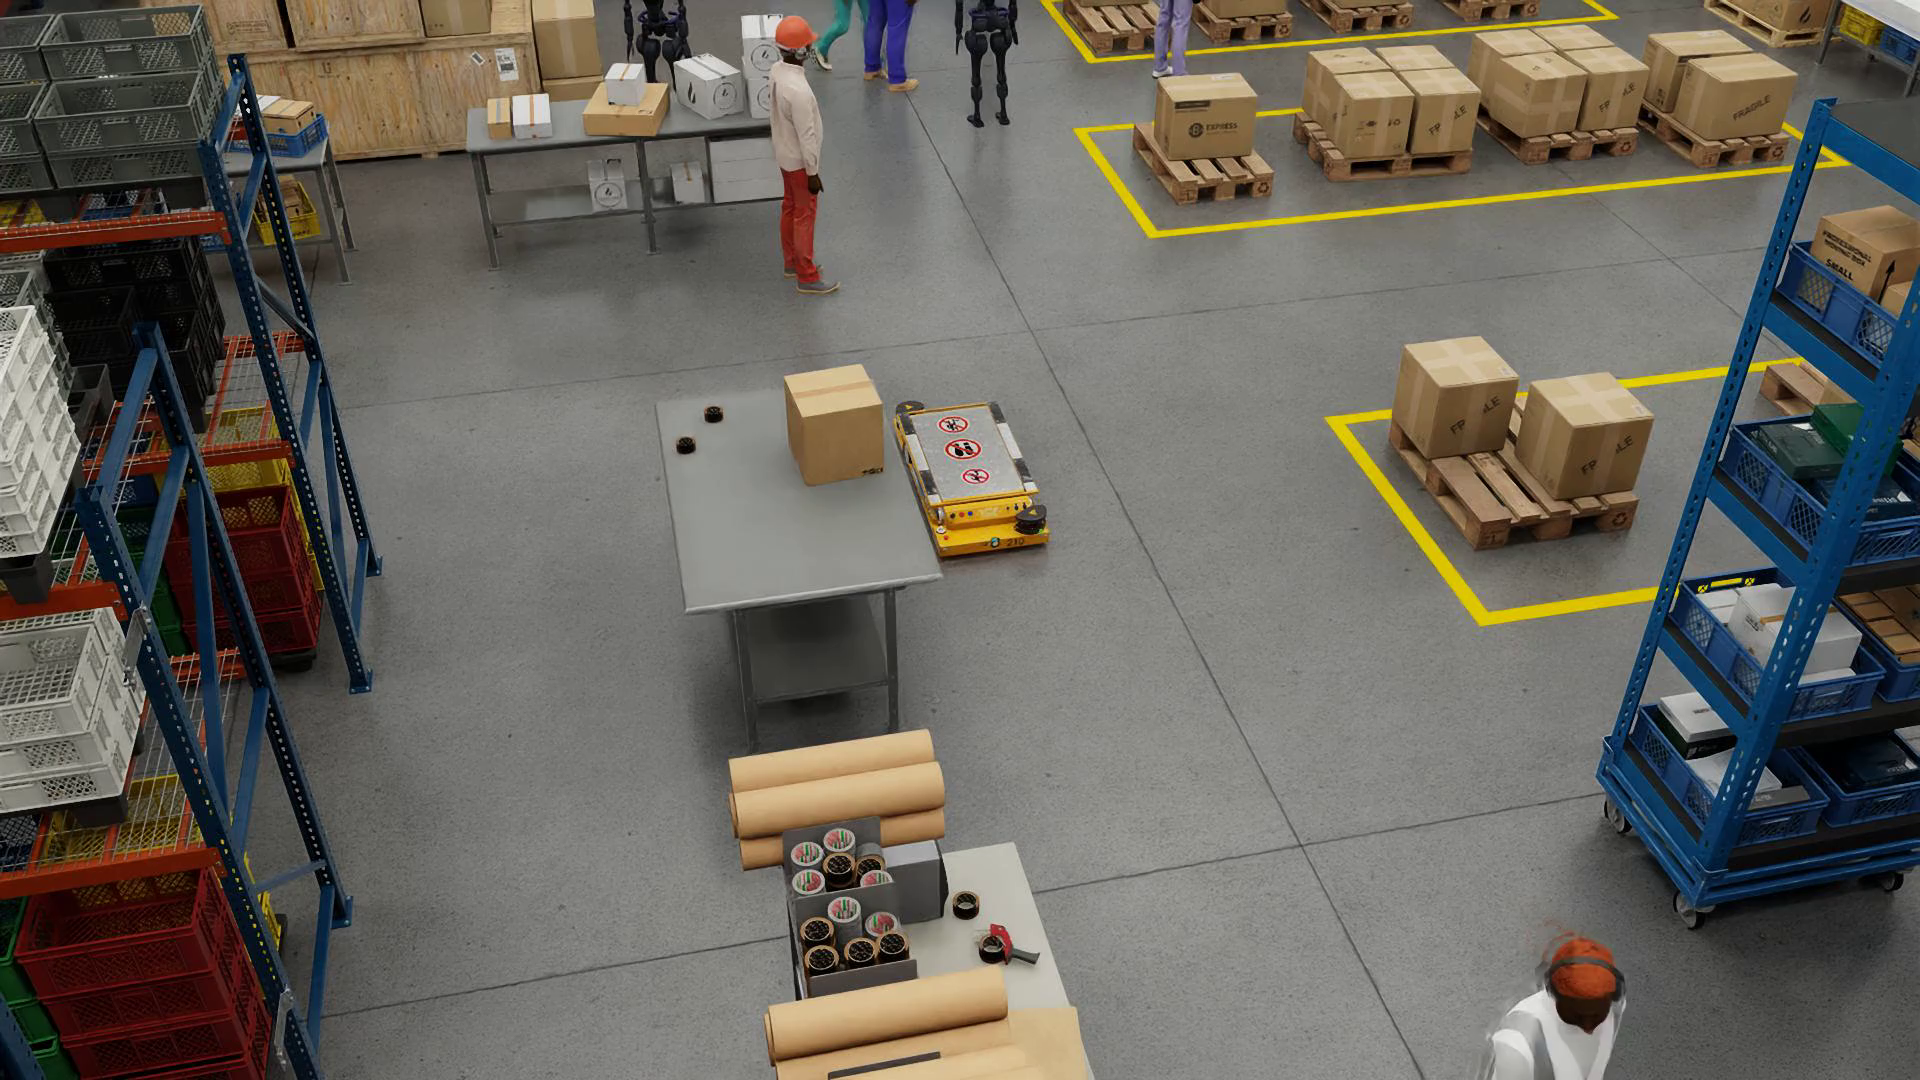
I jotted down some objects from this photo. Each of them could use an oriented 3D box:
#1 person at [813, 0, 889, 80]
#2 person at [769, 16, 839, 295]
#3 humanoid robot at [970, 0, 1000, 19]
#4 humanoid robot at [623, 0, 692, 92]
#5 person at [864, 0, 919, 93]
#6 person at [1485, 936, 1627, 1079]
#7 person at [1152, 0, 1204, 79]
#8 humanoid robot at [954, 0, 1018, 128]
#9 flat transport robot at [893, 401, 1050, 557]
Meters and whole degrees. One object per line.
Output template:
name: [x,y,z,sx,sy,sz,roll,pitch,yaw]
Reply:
person: [-0.987,-5.077,15.137,0.753,1.740,0.536,26,44,30]
person: [-1.126,-2.703,11.740,0.379,1.994,0.621,-15,39,-19]
humanoid robot: [0.276,-6.029,16.494,0.392,1.649,0.656,1,37,1]
humanoid robot: [-2.555,-4.260,14.096,0.579,1.651,0.308,7,37,9]
person: [-0.580,-5.069,14.884,0.536,2.000,0.684,-27,45,-32]
person: [1.937,1.965,5.600,0.555,1.823,0.935,-18,40,-22]
person: [1.985,-5.075,14.985,0.368,1.928,0.584,-21,41,-26]
humanoid robot: [0.239,-4.383,14.266,0.579,1.658,0.328,-10,38,-13]
flat transport robot: [0.046,-0.430,10.108,0.652,0.197,1.431,-8,37,-10]
